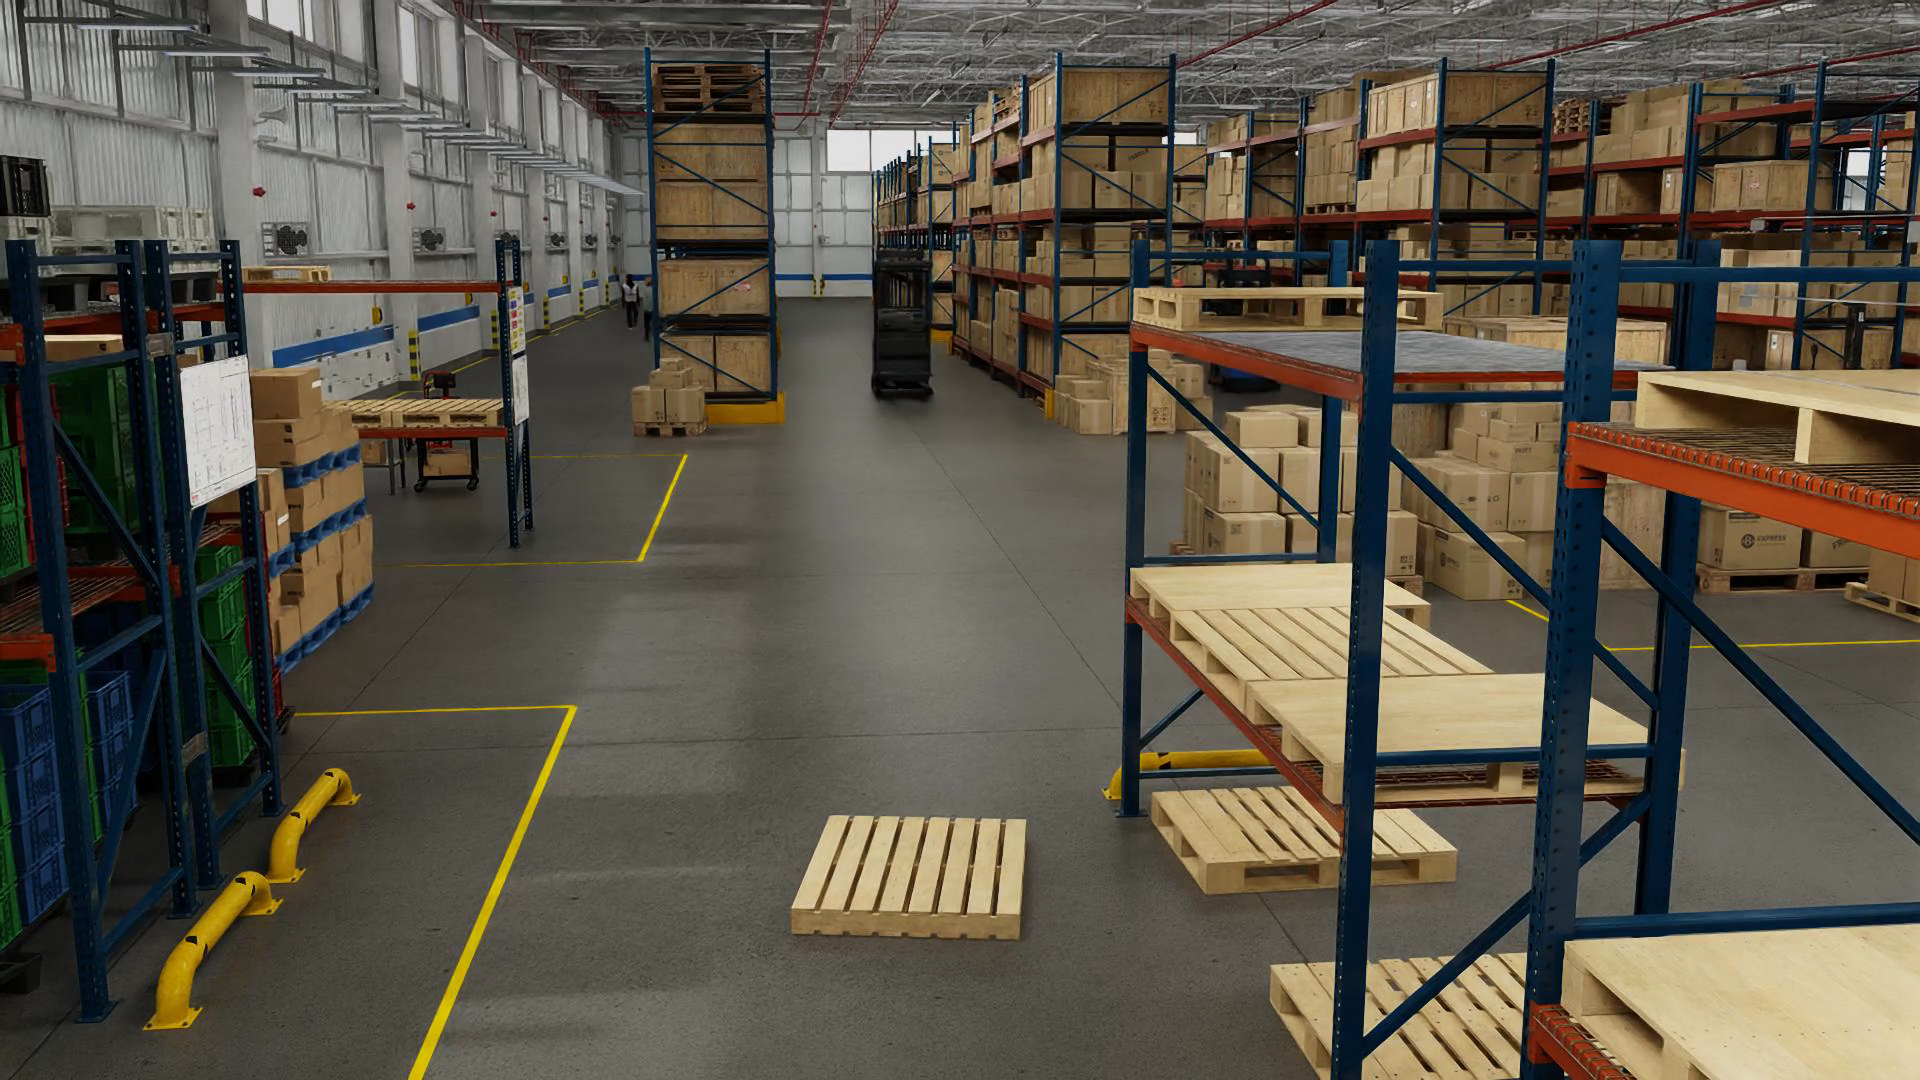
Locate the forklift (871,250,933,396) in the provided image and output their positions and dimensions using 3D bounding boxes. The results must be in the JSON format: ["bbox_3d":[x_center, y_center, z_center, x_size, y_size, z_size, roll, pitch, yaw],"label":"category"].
[{"bbox_3d":[-1.178,-4.305,32.788,1.129,2.768,1.873,-1,10,-6],"label":"forklift"}]

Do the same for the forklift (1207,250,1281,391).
[{"bbox_3d":[5.788,-4.456,33.623,1.129,2.768,1.873,-1,10,-5],"label":"forklift"}]

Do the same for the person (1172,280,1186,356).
[{"bbox_3d":[5.725,-5.813,43.618,0.629,1.981,1.059,-2,10,-9],"label":"person"}]

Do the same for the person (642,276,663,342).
[{"bbox_3d":[-9.149,-6.862,49.493,0.771,1.974,0.626,9,14,42],"label":"person"}]

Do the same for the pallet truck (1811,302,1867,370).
[{"bbox_3d":[15.846,-3.142,28.793,1.885,1.965,0.823,2,10,12],"label":"pallet truck"}]

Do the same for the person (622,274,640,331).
[{"bbox_3d":[-11.012,-7.964,55.772,0.638,1.897,0.639,-6,12,-28],"label":"person"}]
